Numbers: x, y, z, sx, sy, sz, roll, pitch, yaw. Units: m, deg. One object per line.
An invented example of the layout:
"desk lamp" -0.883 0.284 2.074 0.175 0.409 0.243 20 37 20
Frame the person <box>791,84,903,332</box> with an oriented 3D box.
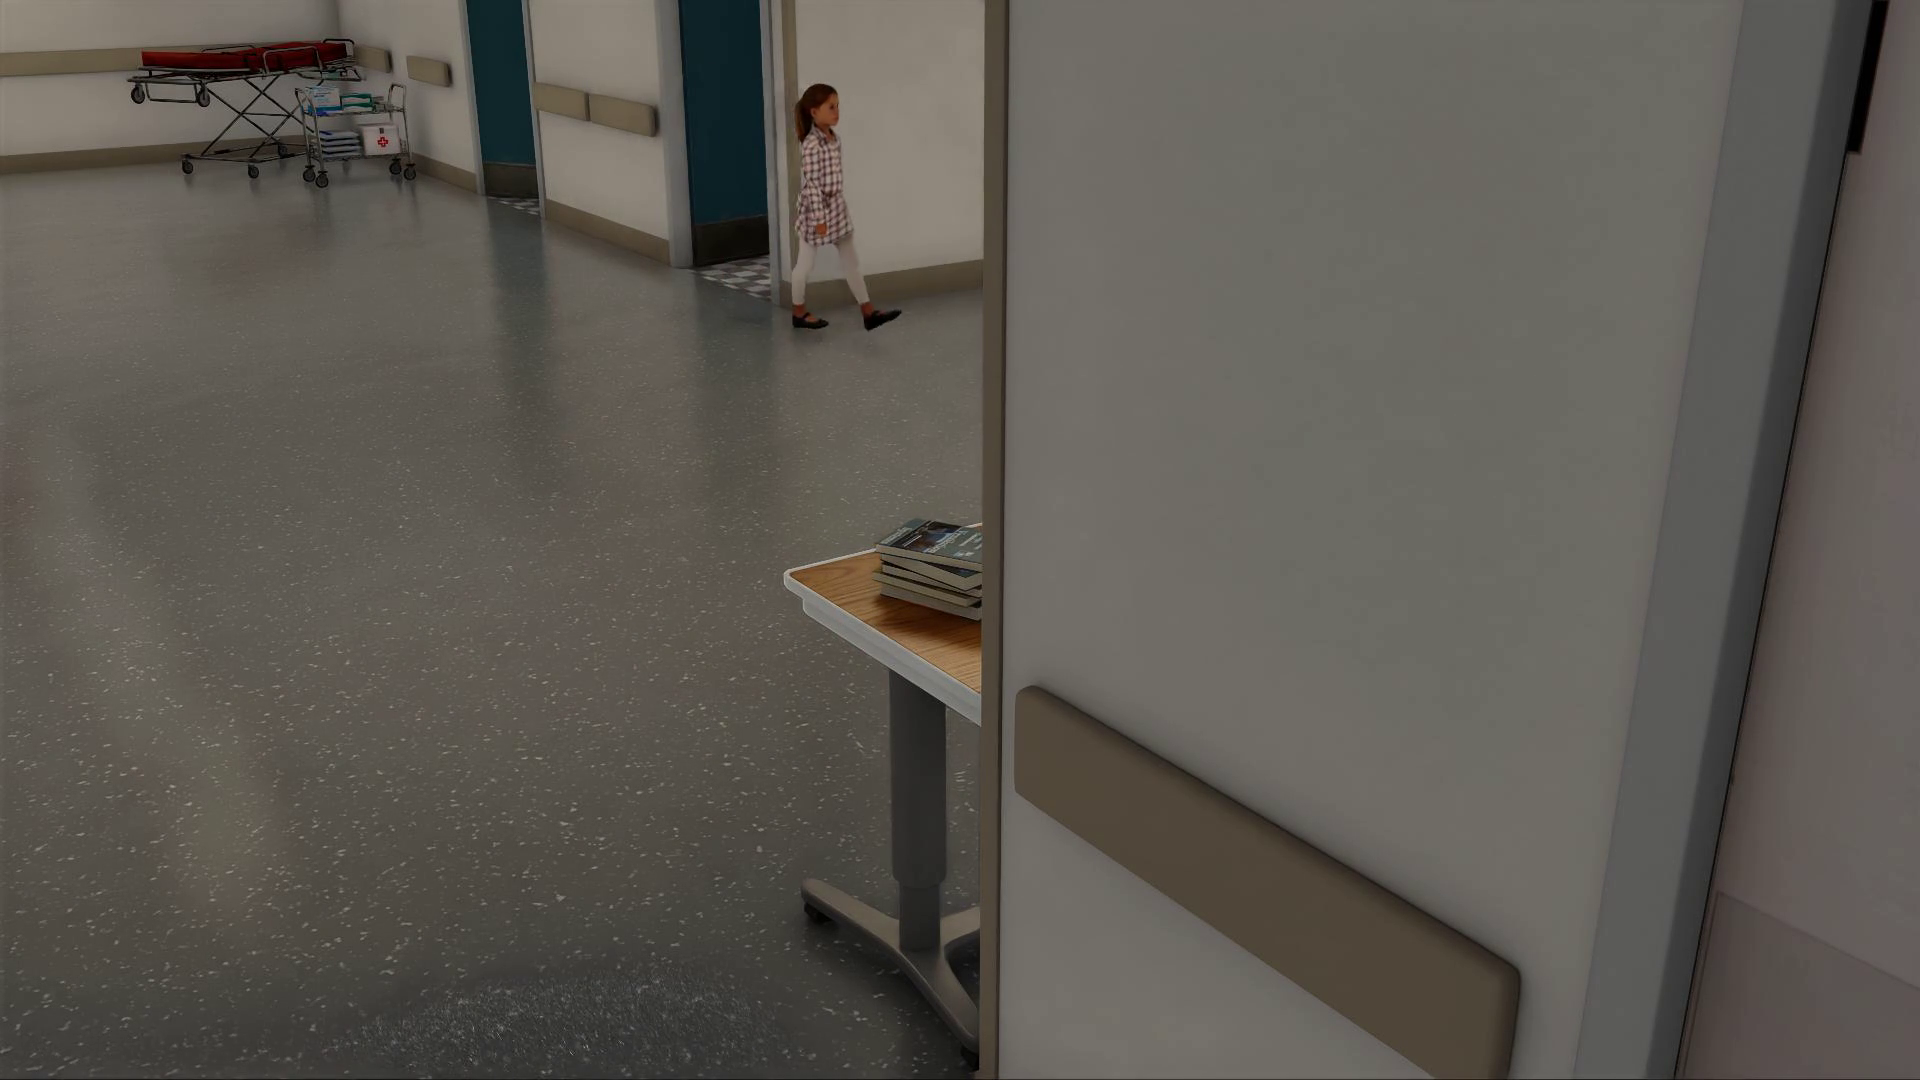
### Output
"person" -0.783 -1.723 8.736 0.946 1.283 0.770 11 23 27
